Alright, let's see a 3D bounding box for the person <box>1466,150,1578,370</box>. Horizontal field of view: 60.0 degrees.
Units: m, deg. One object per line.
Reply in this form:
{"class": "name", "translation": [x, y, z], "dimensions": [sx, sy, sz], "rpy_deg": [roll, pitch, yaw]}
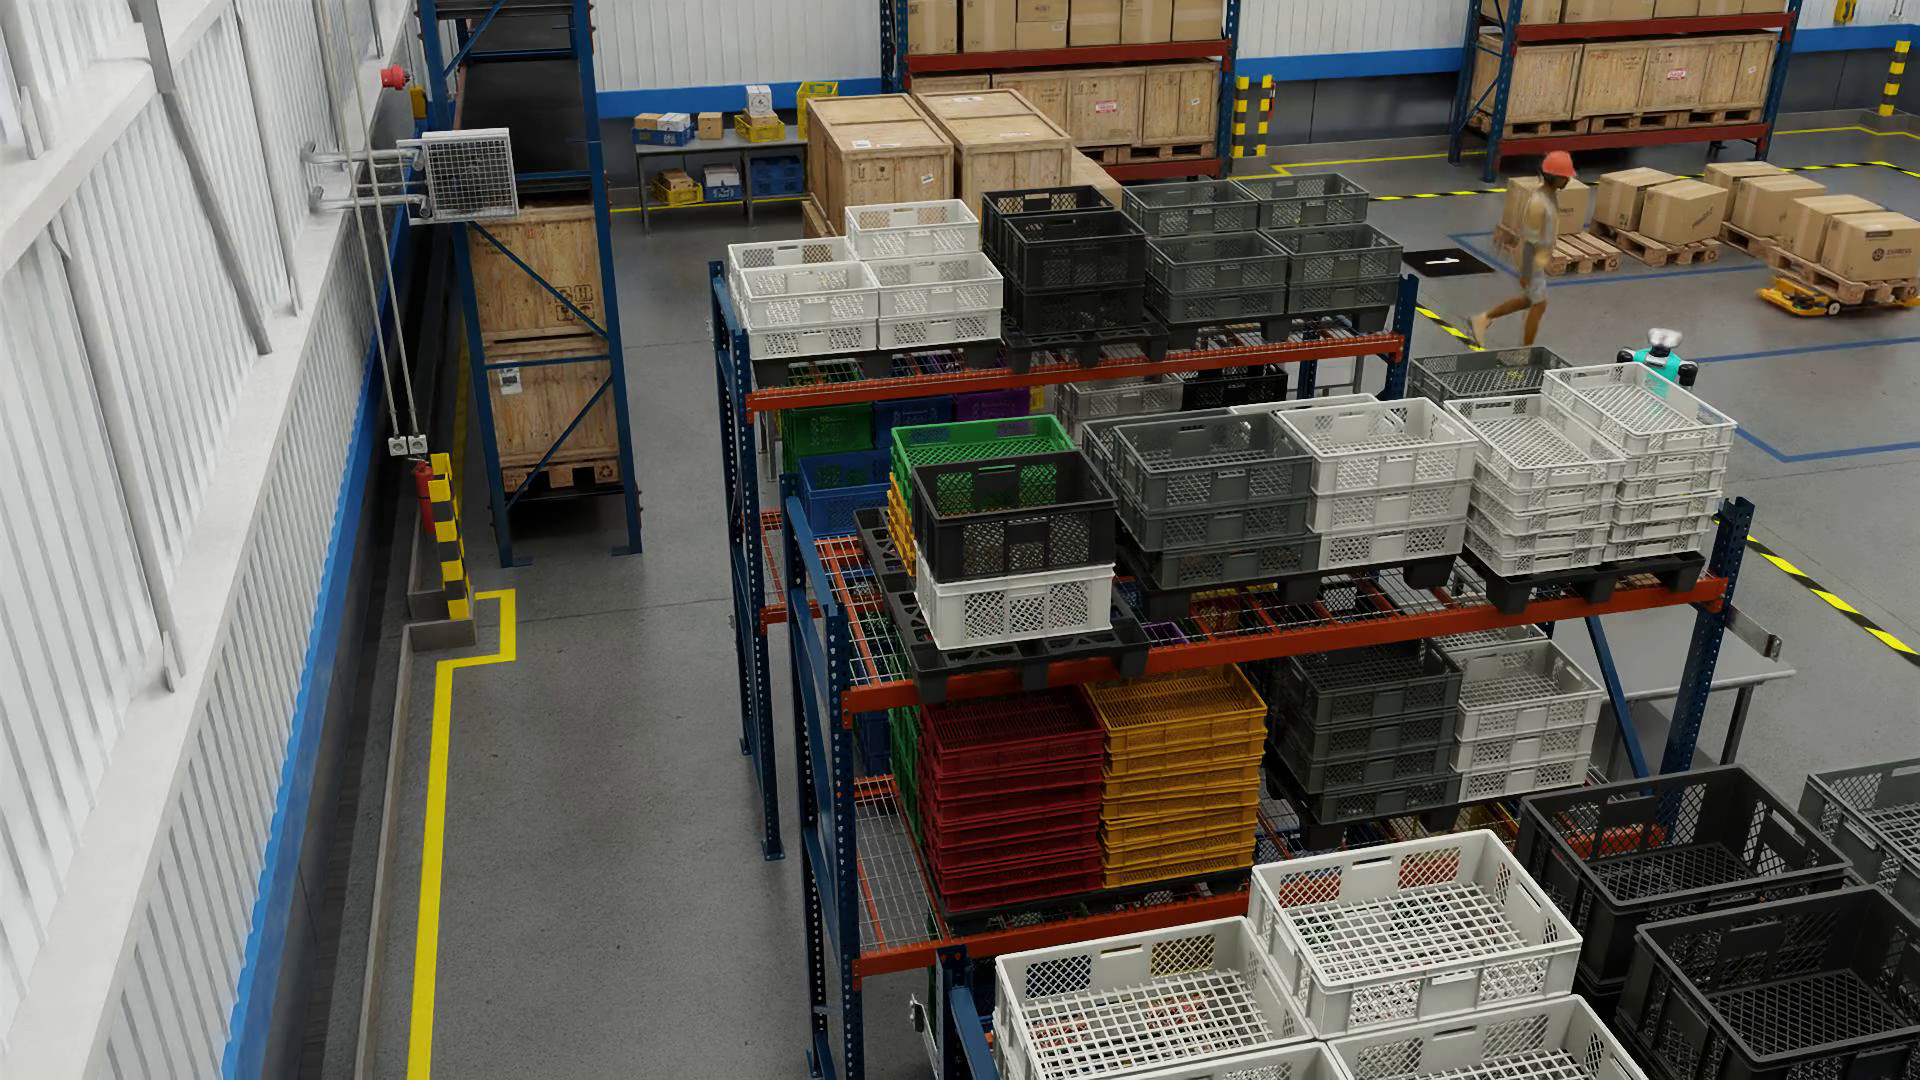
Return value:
{"class": "person", "translation": [5.085, -2.540, 15.002], "dimensions": [0.772, 2.019, 0.614], "rpy_deg": [12, 30, 22]}

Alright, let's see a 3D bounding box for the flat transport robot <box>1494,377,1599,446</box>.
{"class": "flat transport robot", "translation": [4.780, -1.036, 14.013], "dimensions": [0.659, 0.231, 1.431], "rpy_deg": [-6, 28, -12]}

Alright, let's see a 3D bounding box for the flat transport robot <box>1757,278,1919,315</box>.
{"class": "flat transport robot", "translation": [8.894, -2.512, 16.783], "dimensions": [1.431, 0.197, 0.652], "rpy_deg": [-6, 28, -12]}

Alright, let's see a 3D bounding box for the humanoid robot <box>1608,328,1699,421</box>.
{"class": "humanoid robot", "translation": [4.880, -0.782, 11.807], "dimensions": [0.533, 1.681, 0.735], "rpy_deg": [16, 32, 28]}
